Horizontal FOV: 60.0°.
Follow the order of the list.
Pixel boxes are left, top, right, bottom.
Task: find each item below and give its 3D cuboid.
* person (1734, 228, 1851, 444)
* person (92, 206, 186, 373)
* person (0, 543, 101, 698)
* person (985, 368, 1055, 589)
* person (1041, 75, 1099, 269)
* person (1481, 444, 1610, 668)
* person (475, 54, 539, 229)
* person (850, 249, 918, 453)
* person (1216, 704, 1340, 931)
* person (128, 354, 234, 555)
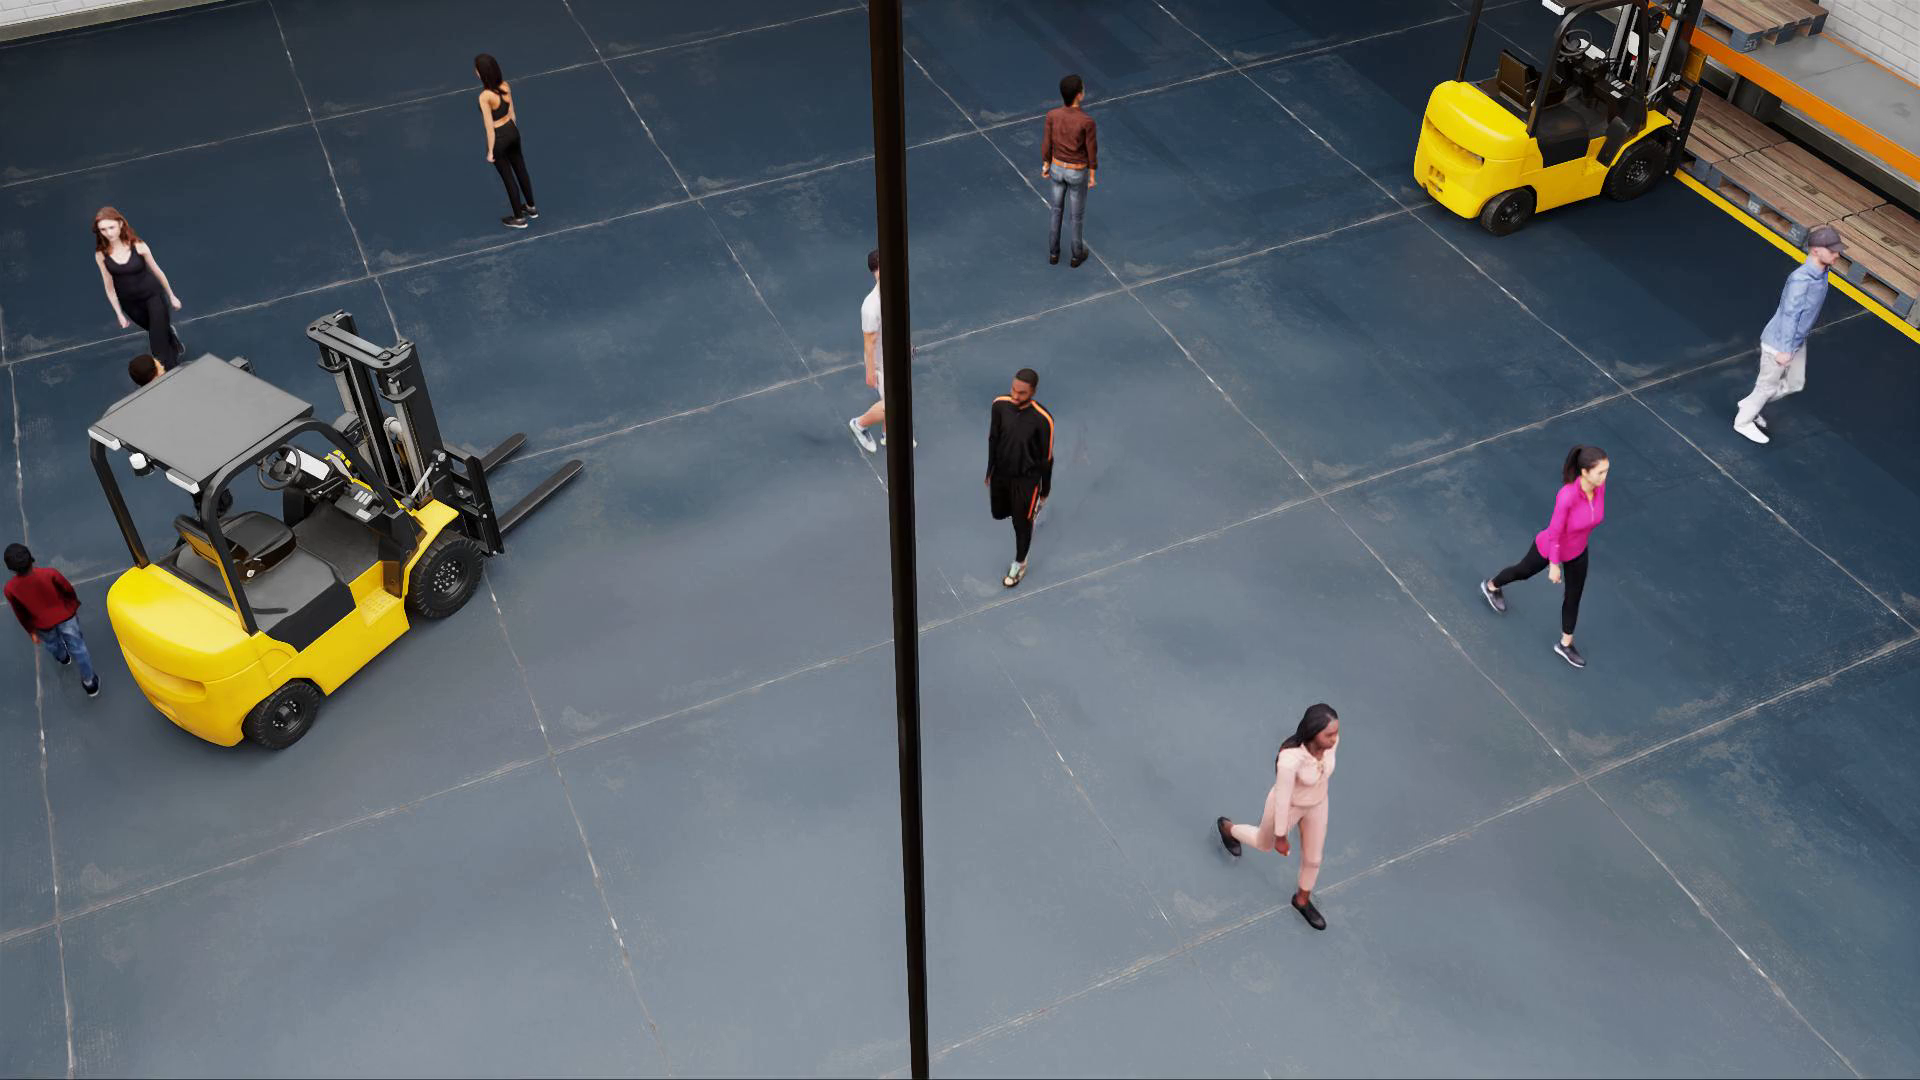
[{"bbox_3d":[6.191,-1.564,12.584,0.722,1.877,0.712,-31,52,-28],"label":"person"},{"bbox_3d":[-6.410,-1.931,13.095,0.748,1.704,1.211,-11,45,-11],"label":"person"},{"bbox_3d":[-5.899,0.543,10.840,0.541,1.233,0.813,-20,47,-20],"label":"person"},{"bbox_3d":[0.450,-0.505,11.533,0.959,1.795,0.969,22,48,22],"label":"person"},{"bbox_3d":[0.938,-3.162,14.333,0.695,1.778,0.768,16,46,16],"label":"person"},{"bbox_3d":[3.922,0.011,11.096,0.576,1.660,1.125,-19,47,-19],"label":"person"},{"bbox_3d":[-4.071,-3.566,14.857,0.678,1.642,0.644,20,47,19],"label":"person"},{"bbox_3d":[-0.633,-1.405,12.442,0.943,1.842,0.883,14,45,15],"label":"person"},{"bbox_3d":[1.844,1.495,9.506,0.716,1.693,1.137,-24,49,-23],"label":"person"},{"bbox_3d":[-5.423,-0.500,11.535,0.981,1.794,0.991,22,48,22],"label":"person"}]
